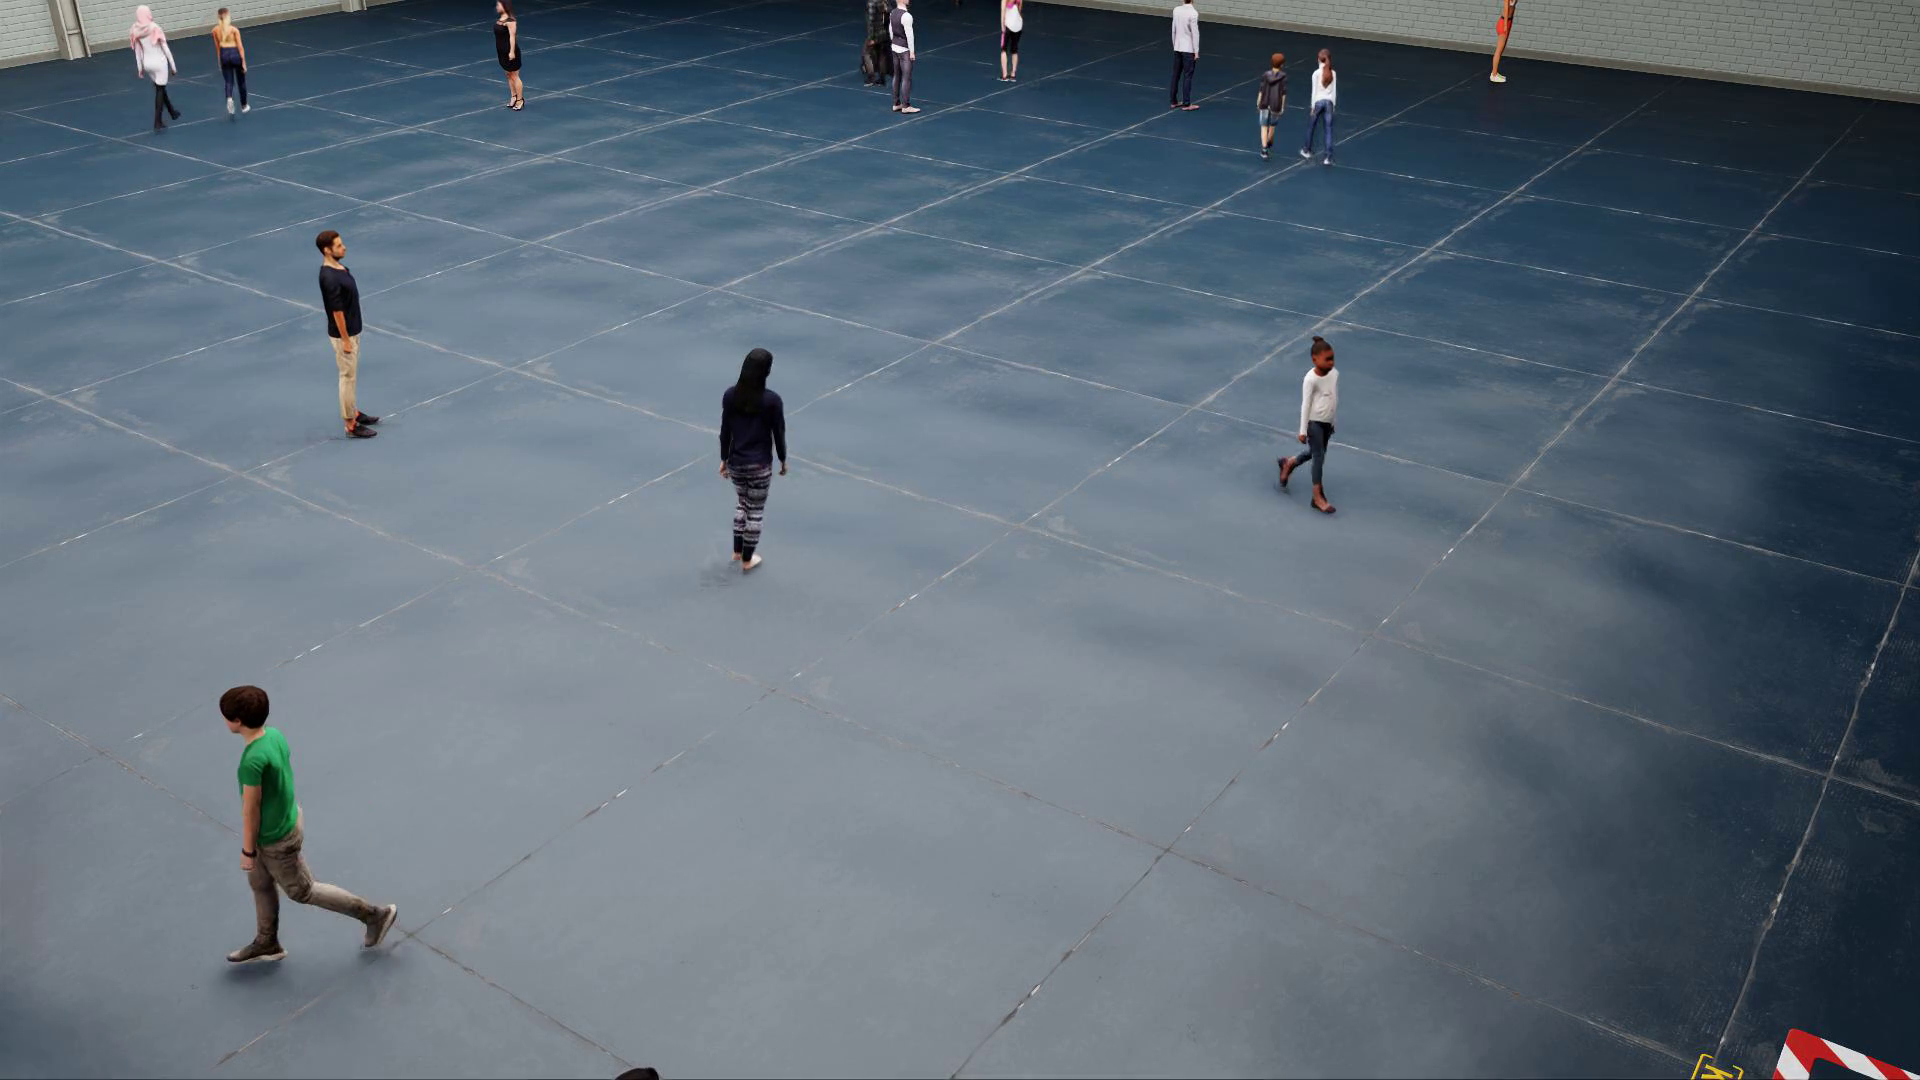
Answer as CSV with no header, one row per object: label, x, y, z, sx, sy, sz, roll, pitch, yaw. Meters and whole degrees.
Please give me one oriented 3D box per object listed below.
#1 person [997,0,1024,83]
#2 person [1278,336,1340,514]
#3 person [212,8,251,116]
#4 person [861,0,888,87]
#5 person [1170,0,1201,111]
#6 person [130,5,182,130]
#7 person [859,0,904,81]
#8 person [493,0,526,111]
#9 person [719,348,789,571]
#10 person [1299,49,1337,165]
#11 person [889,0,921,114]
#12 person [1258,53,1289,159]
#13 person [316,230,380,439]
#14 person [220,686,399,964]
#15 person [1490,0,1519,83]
person,0.920,-8.569,27.833,0.649,1.778,0.773,-17,32,-29
person,2.843,-0.961,13.435,0.909,1.434,0.757,-20,33,-33
person,-11.255,-7.343,25.640,0.973,1.607,1.061,-3,27,-5
person,-1.306,-8.164,26.808,0.738,1.698,0.602,14,30,26
person,3.527,-7.718,26.096,0.680,1.857,0.737,-20,33,-34
person,-12.033,-7.010,24.833,1.106,1.753,1.273,0,27,0
person,-1.363,-8.520,27.964,1.022,1.573,1.007,-2,27,-5
person,-7.056,-7.630,26.074,0.730,1.721,0.734,-16,31,-28
person,-1.590,-0.562,12.376,0.717,1.693,0.747,2,27,4
person,5.055,-5.998,23.129,0.921,1.514,0.994,-3,27,-6
person,-0.892,-7.593,25.889,0.702,1.824,0.753,-20,33,-34
person,4.364,-6.083,23.417,0.771,1.401,1.020,5,28,10
person,-5.435,-1.830,14.661,0.756,1.857,0.716,-6,28,-12
person,-3.384,1.487,8.480,1.147,1.617,1.045,-7,28,-14
person,9.164,-8.651,27.981,0.703,1.790,0.564,10,29,18
